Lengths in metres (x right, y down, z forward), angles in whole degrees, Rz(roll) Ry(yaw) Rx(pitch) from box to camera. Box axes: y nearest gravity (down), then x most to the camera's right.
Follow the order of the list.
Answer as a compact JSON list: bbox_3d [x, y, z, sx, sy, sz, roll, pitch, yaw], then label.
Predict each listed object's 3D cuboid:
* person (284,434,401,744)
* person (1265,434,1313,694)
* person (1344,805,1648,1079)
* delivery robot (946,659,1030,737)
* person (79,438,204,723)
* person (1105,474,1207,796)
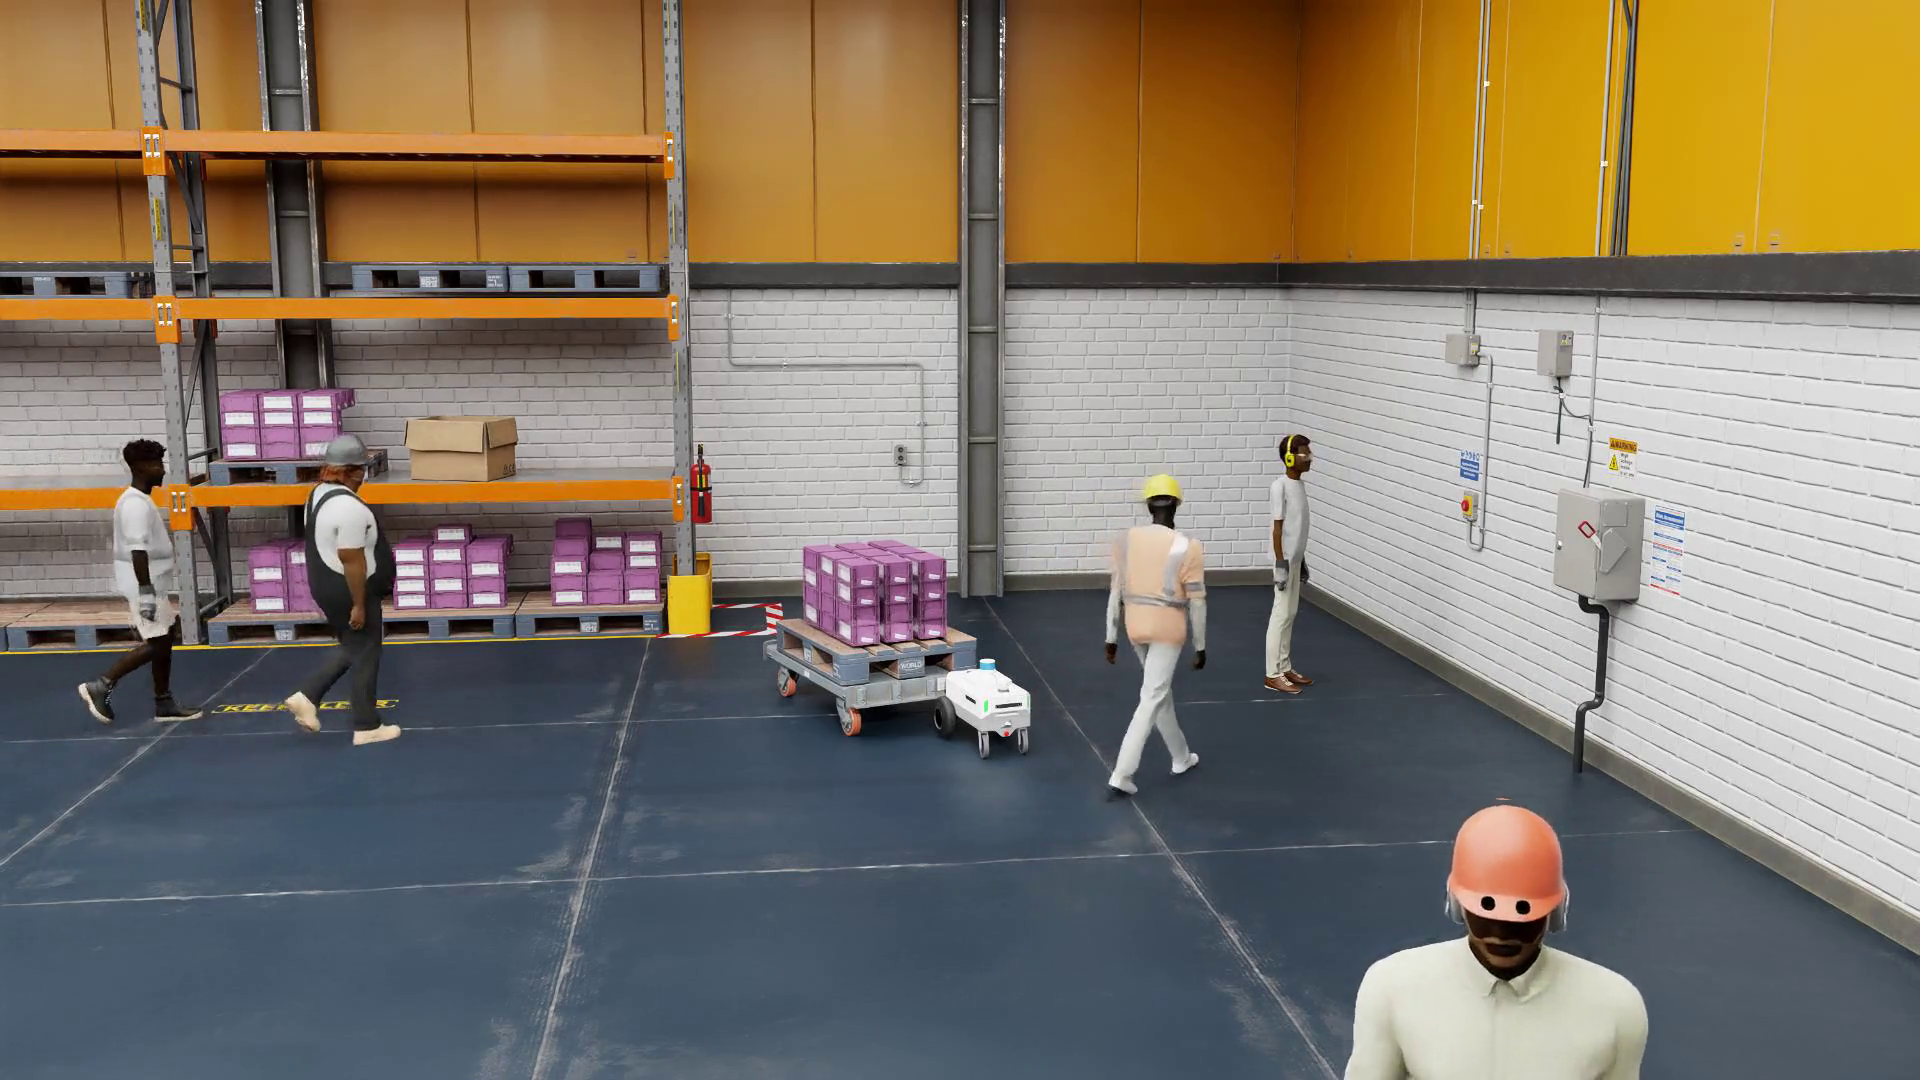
[{"bbox_3d":[-3.947,0.311,10.678,0.648,2.000,0.696,-8,12,-40],"label":"person"},{"bbox_3d":[2.418,0.163,12.120,0.329,1.876,0.512,5,10,29],"label":"person"},{"bbox_3d":[1.123,1.496,3.609,0.644,1.942,1.045,3,10,18],"label":"person"},{"bbox_3d":[0.176,1.007,10.664,0.477,0.478,0.707,-3,10,-21],"label":"delivery robot"},{"bbox_3d":[-5.495,0.294,11.071,0.629,1.948,0.622,-4,10,-22],"label":"person"},{"bbox_3d":[1.135,0.551,9.784,0.602,1.858,0.980,8,12,41],"label":"person"}]
